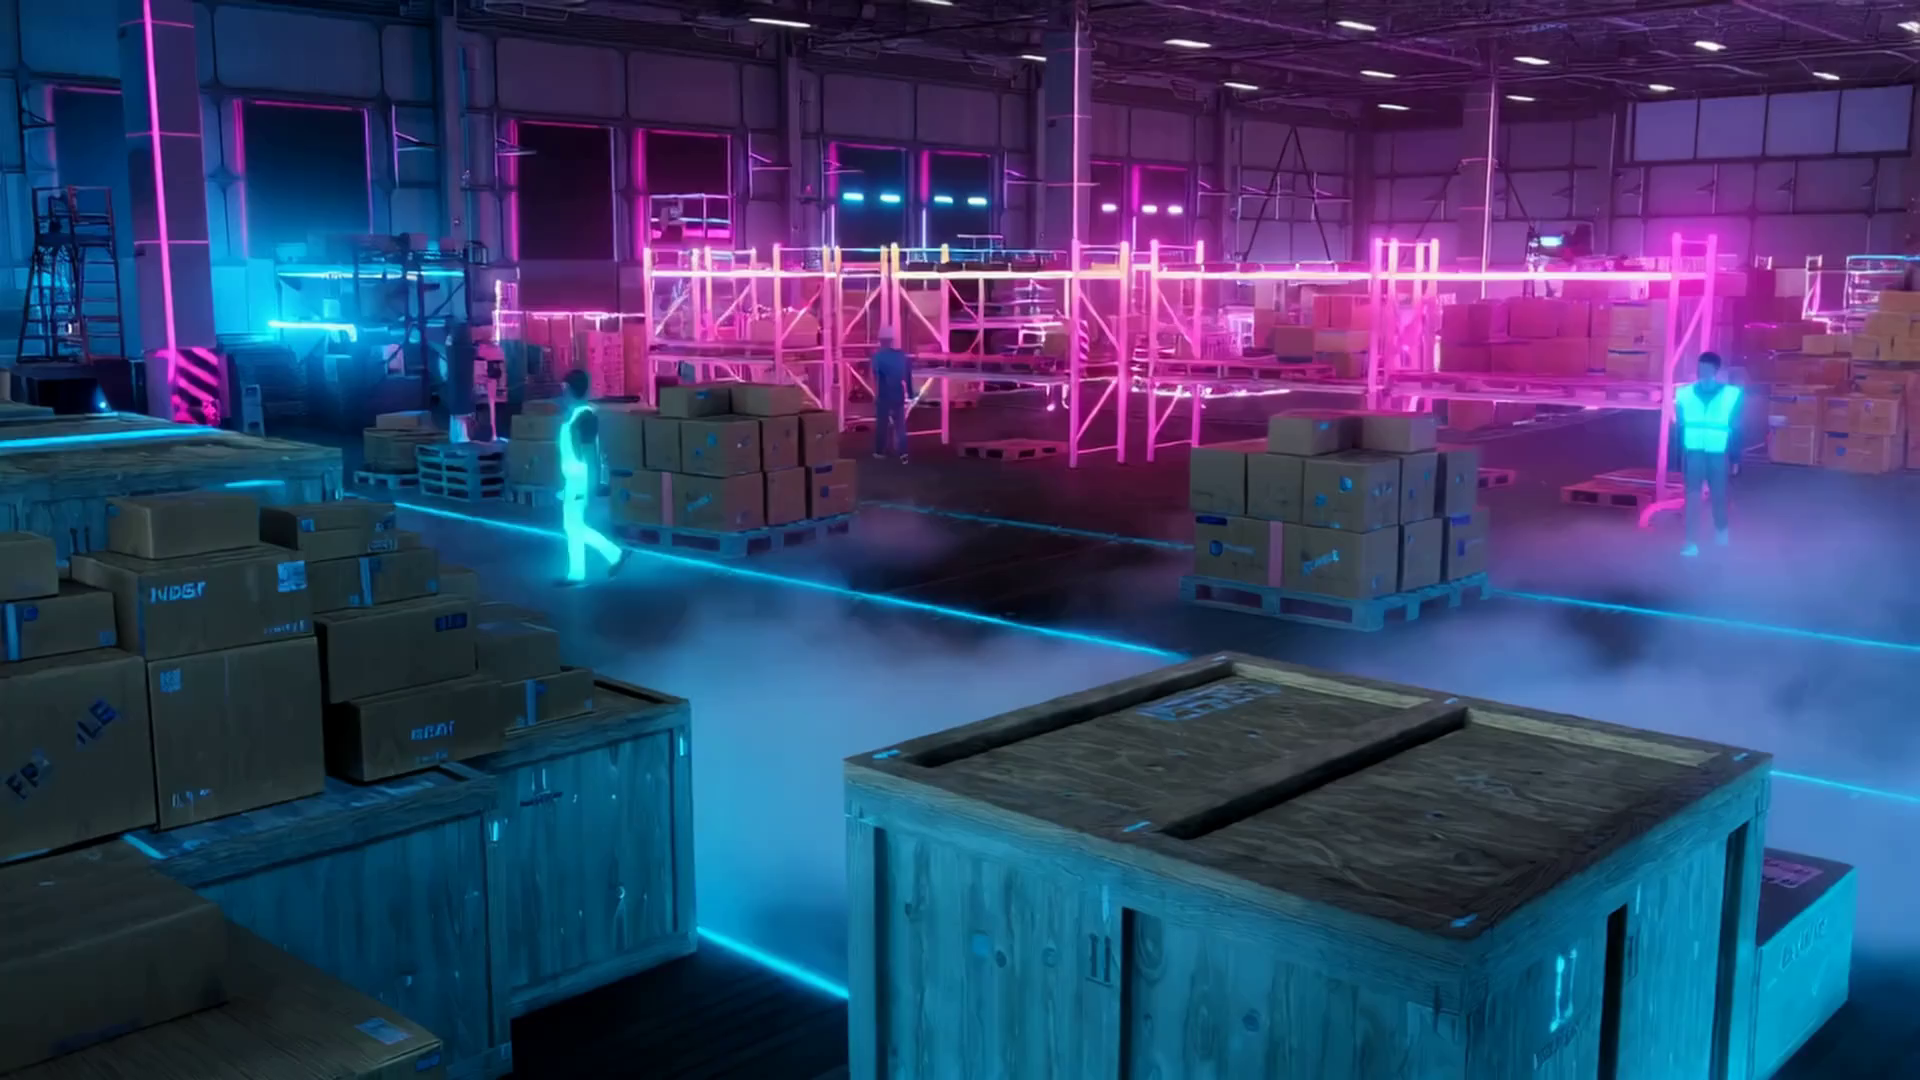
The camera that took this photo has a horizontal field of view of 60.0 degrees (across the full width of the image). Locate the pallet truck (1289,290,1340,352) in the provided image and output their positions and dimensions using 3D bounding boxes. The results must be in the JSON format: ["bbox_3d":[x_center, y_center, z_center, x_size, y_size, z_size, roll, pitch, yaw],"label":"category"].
[{"bbox_3d":[11.297,-6.951,52.861,1.885,1.965,0.823,-5,11,-29],"label":"pallet truck"}]

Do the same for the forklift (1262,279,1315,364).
[{"bbox_3d":[8.555,-6.090,44.881,1.873,2.768,1.129,9,13,43],"label":"forklift"}]

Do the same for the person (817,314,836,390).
[{"bbox_3d":[-2.814,-4.069,36.181,0.550,1.680,0.609,1,9,8],"label":"person"}]

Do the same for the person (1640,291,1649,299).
[{"bbox_3d":[22.878,-7.433,56.080,0.547,1.915,0.810,5,11,29],"label":"person"}]

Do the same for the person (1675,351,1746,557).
[{"bbox_3d":[6.961,-0.805,15.465,0.603,1.900,0.729,7,11,36],"label":"person"}]

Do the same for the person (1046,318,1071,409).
[{"bbox_3d":[1.870,-3.330,31.464,0.486,1.737,0.322,-2,9,-11],"label":"person"}]

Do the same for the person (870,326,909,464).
[{"bbox_3d":[-0.953,-1.989,22.829,0.605,1.880,1.008,-4,10,-21],"label":"person"}]

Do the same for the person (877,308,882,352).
[{"bbox_3d":[-2.043,-5.356,44.211,0.313,1.634,0.514,1,9,4],"label":"person"}]

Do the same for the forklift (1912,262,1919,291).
[{"bbox_3d":[22.950,-5.191,39.371,1.129,2.768,1.873,-1,9,-6],"label":"forklift"}]

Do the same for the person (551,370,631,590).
[{"bbox_3d":[-3.104,-0.491,13.772,0.554,1.830,0.514,-4,10,-21],"label":"person"}]

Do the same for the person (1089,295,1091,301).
[{"bbox_3d":[3.809,-6.563,50.676,0.374,1.935,0.550,-1,9,-6],"label":"person"}]

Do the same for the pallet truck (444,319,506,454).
[{"bbox_3d":[-6.981,-1.942,22.150,1.885,1.965,0.823,1,9,9],"label":"pallet truck"}]
